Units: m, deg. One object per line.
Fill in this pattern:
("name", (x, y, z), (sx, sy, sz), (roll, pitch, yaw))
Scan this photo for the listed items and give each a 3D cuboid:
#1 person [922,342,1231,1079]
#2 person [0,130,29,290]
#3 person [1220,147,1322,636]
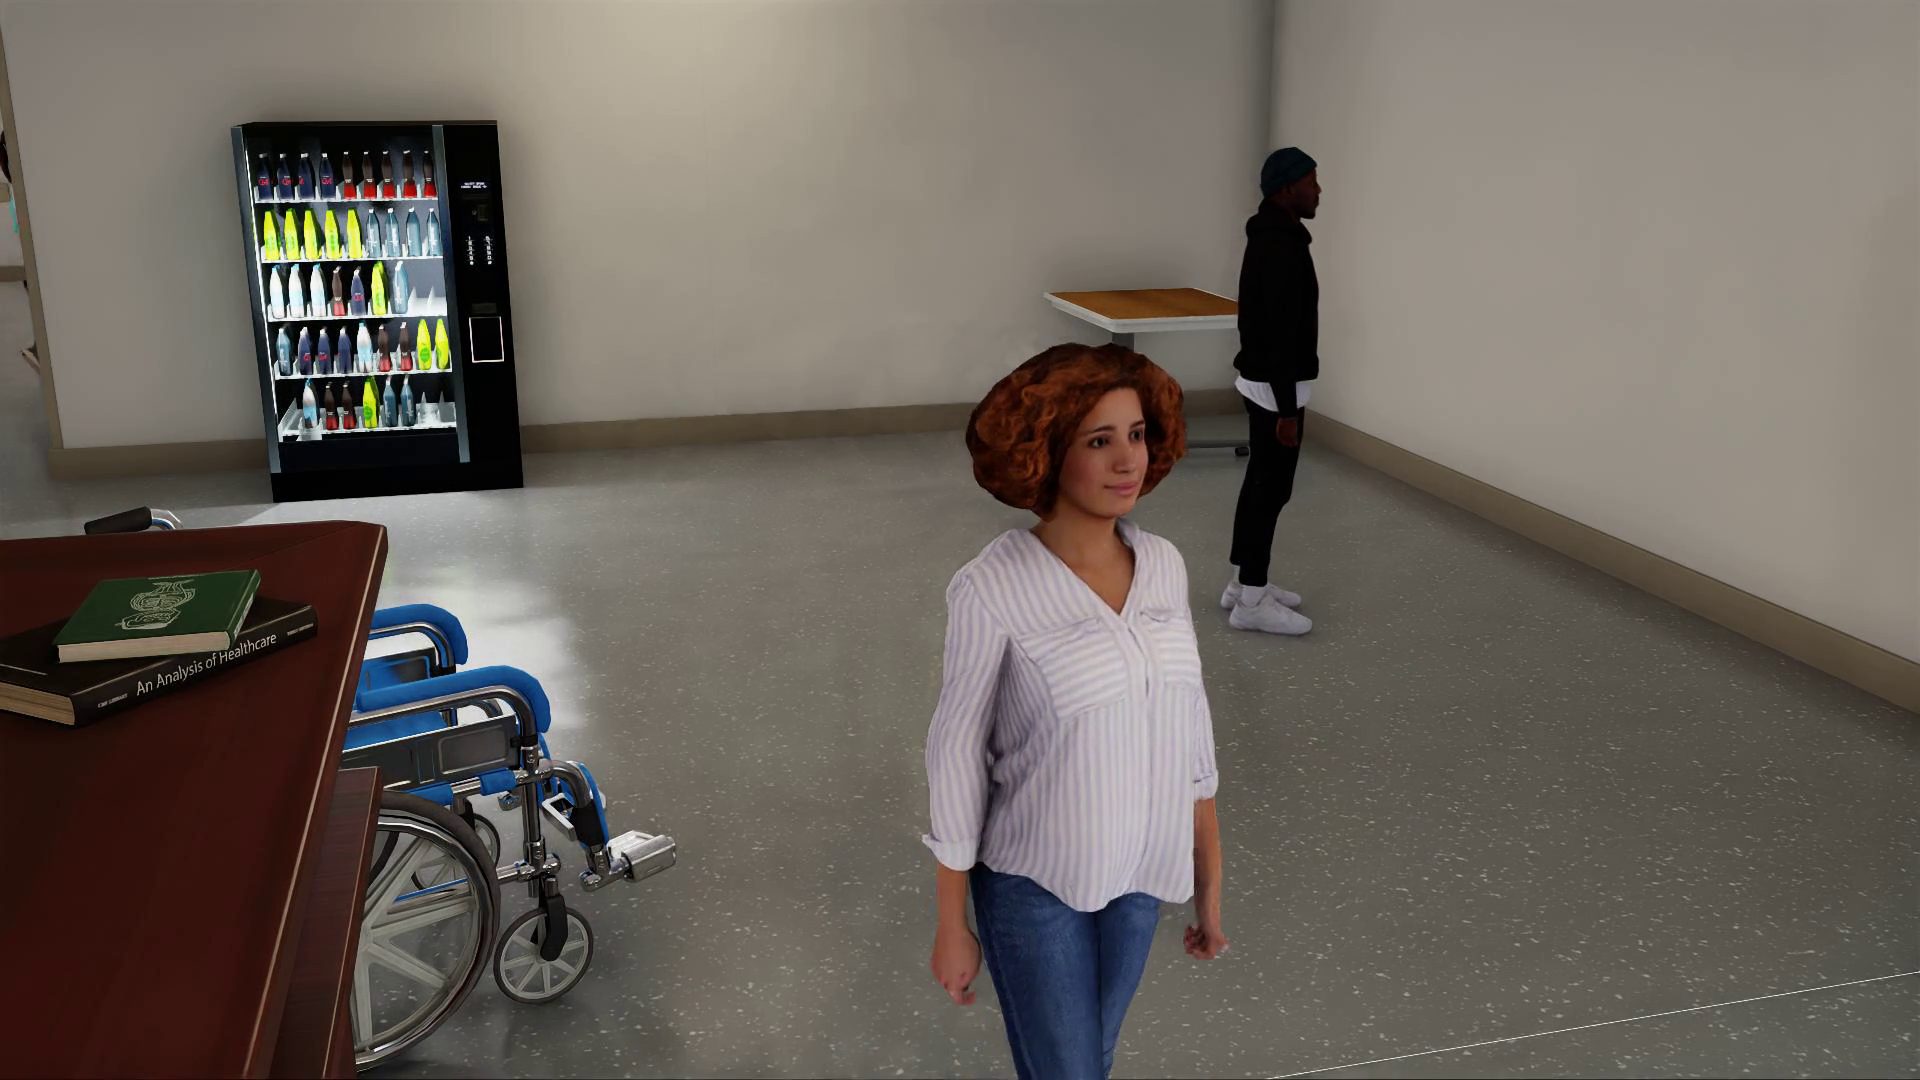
("person", (0.127, 0.505, 2.731), (0.729, 1.704, 0.821), (-10, 19, -33))
("person", (-9.213, -3.267, 16.379), (0.633, 1.558, 0.614), (-10, 19, -32))
("person", (1.193, -0.572, 6.343), (0.695, 1.817, 0.743), (1, 16, 5))
